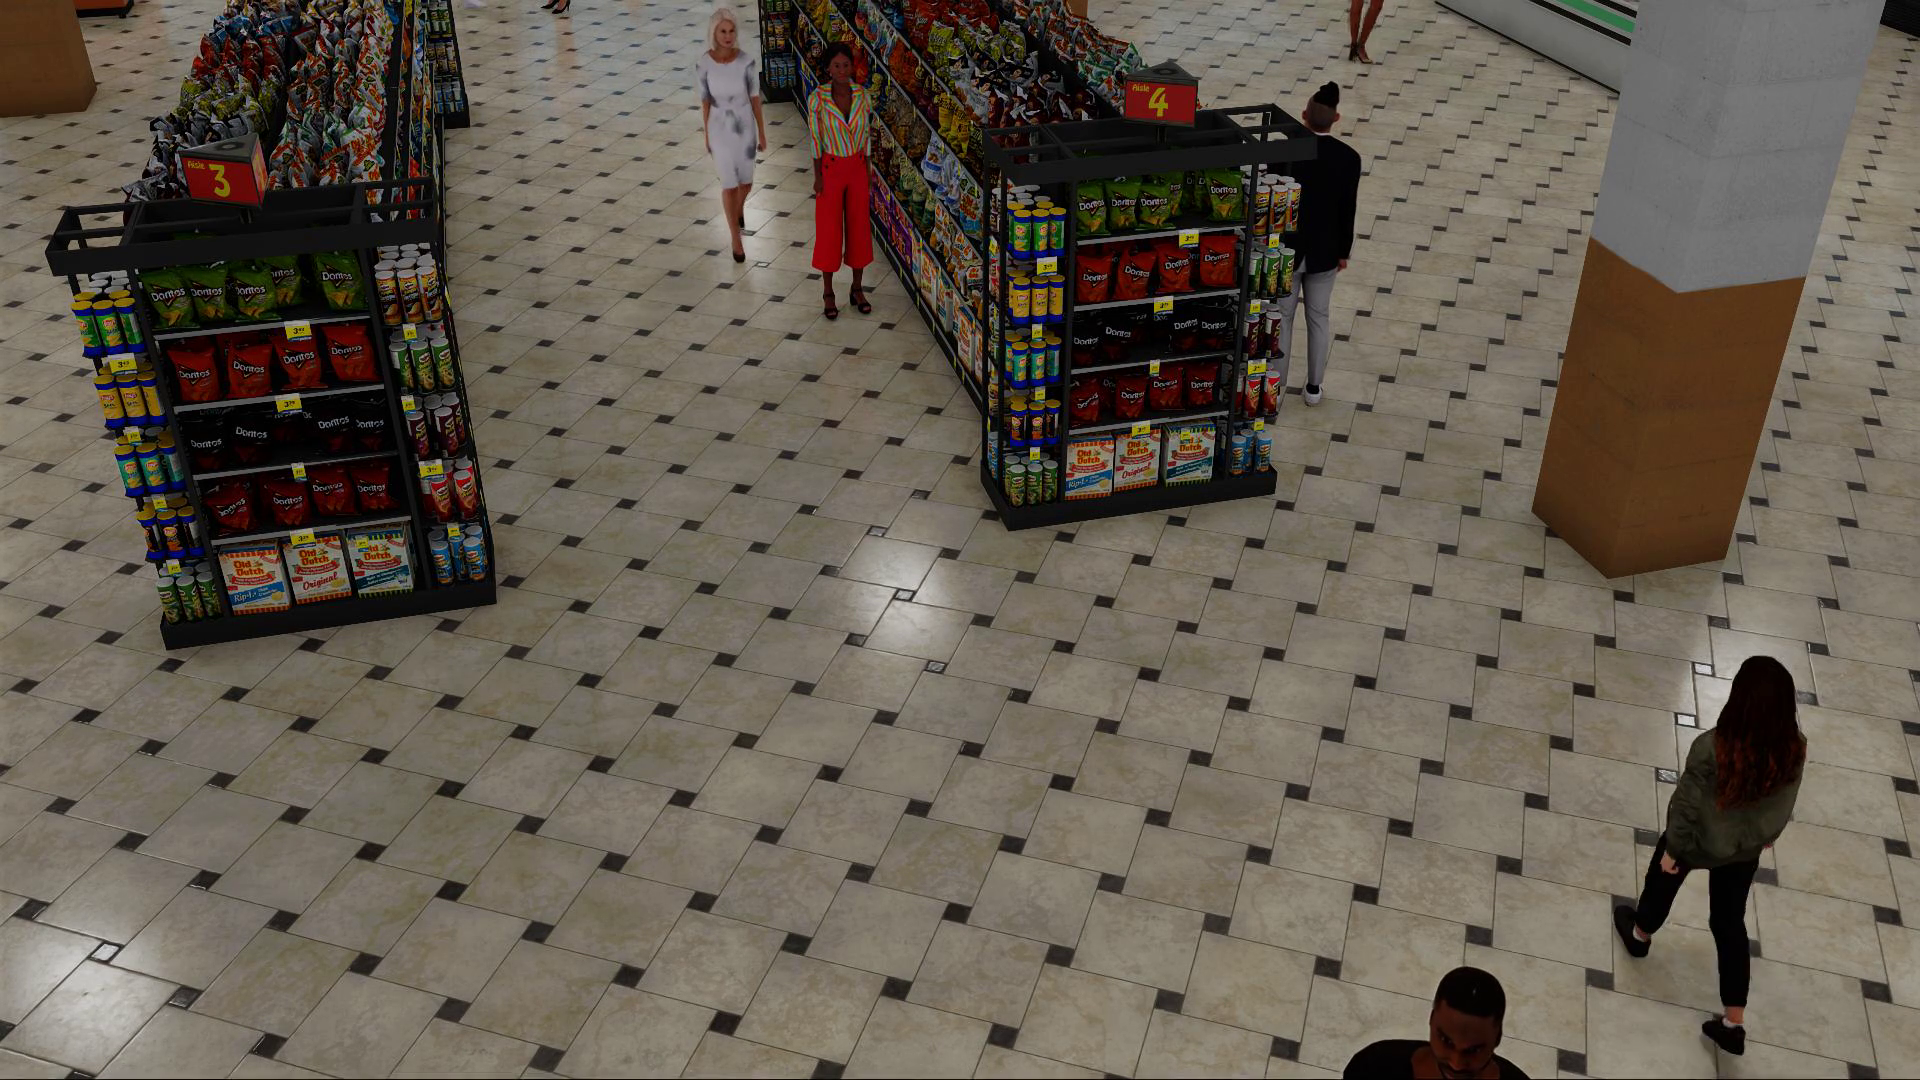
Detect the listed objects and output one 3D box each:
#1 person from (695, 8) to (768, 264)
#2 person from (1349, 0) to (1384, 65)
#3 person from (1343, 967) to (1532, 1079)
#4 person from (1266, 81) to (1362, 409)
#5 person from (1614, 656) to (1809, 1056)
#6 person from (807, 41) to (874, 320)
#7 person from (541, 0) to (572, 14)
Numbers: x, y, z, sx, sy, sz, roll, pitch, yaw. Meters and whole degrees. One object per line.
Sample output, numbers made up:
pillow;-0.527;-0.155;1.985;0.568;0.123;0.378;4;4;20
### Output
person;-1.606;-2.871;11.664;0.606;1.726;0.951;-10;33;-16
person;3.840;-5.414;15.721;0.640;1.760;0.764;23;39;32
person;1.146;1.741;4.179;0.717;1.804;0.713;8;33;13
person;1.985;-1.681;9.541;0.765;1.949;0.697;0;32;0
person;2.584;1.071;5.596;0.732;1.445;1.051;-2;32;-2
person;-0.755;-2.297;10.679;0.621;1.793;0.569;-13;34;-20
person;-4.302;-6.443;17.318;0.865;1.819;0.781;-21;37;-29
